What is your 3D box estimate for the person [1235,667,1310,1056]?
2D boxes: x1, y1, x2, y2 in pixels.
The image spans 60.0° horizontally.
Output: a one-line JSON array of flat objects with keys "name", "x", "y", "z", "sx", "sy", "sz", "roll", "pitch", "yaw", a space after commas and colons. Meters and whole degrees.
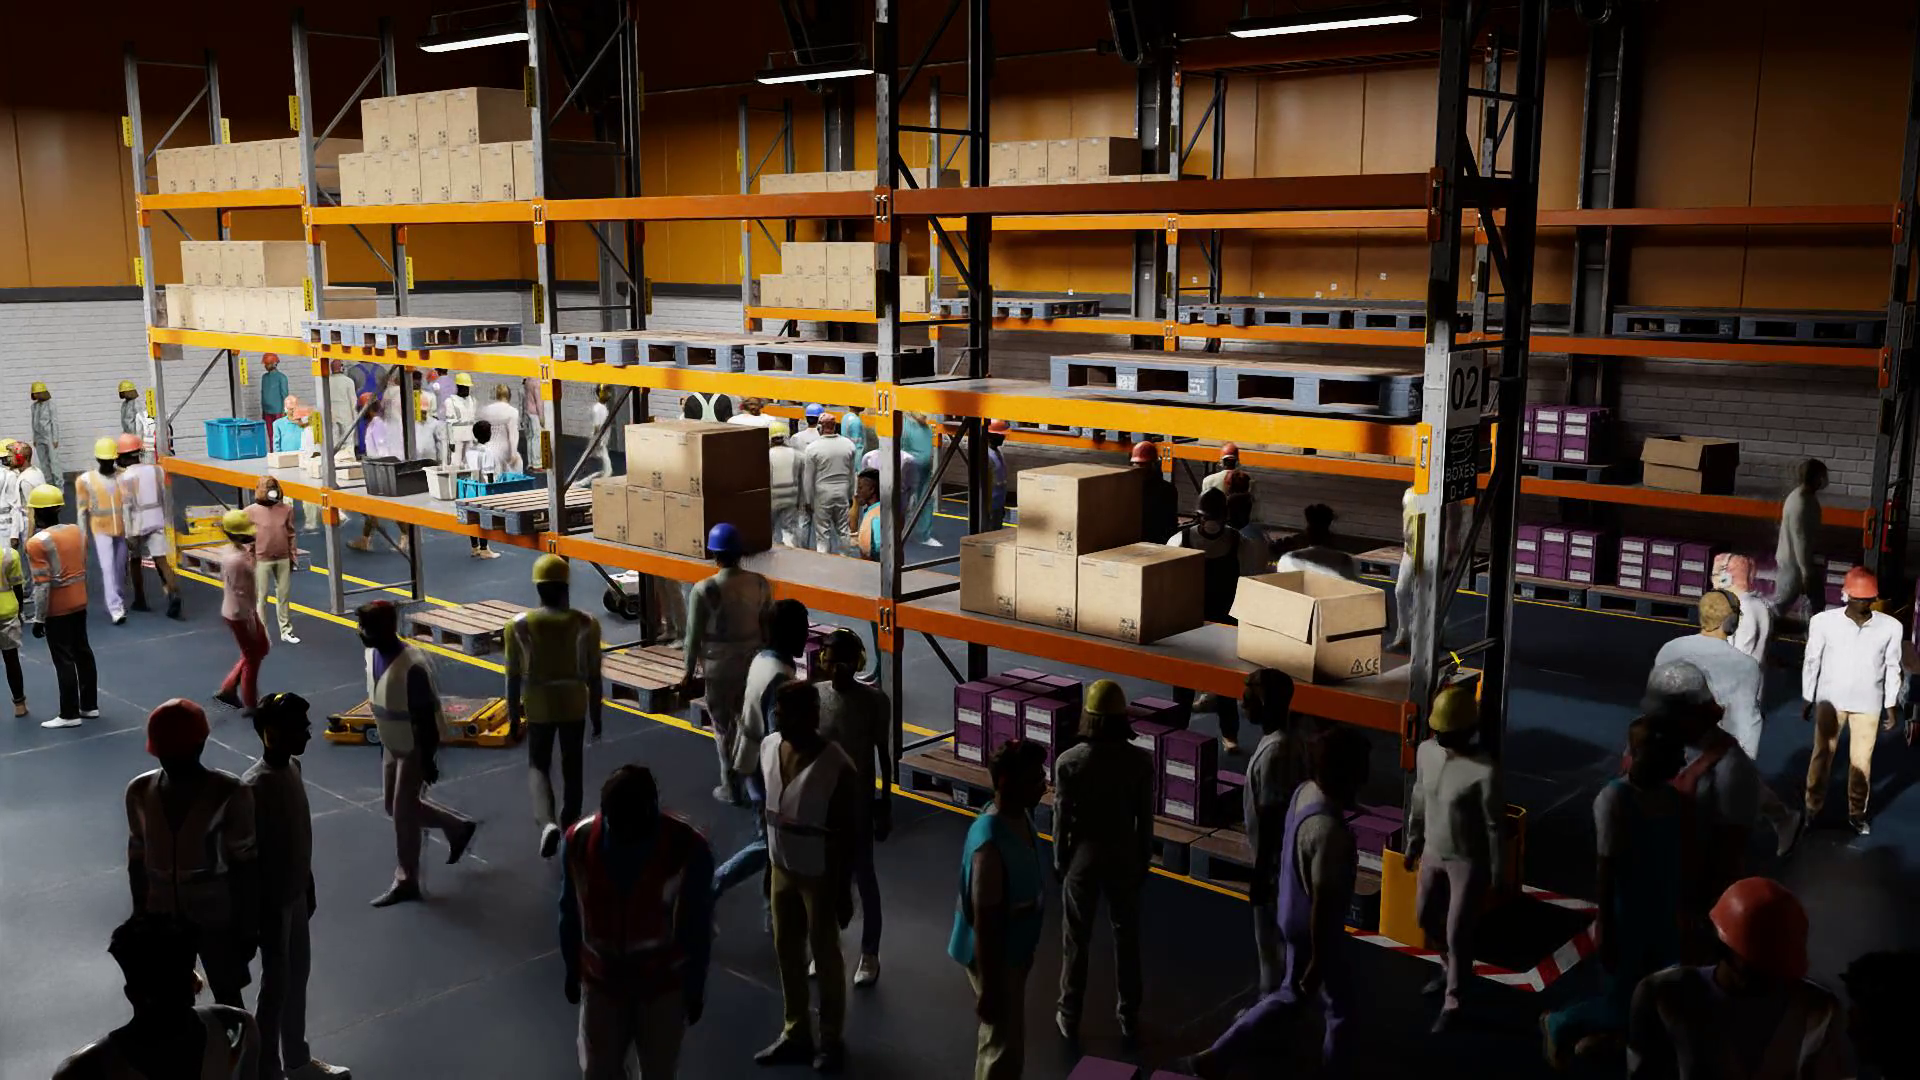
[{"name": "person", "x": 1.468, "y": 1.495, "z": 7.819, "sx": 0.341, "sy": 1.840, "sz": 0.504, "roll": 4, "pitch": 11, "yaw": 19}]

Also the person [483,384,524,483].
[{"name": "person", "x": -6.336, "y": -1.228, "z": 23.128, "sx": 0.635, "sy": 1.877, "sz": 1.041, "roll": 5, "pitch": 11, "yaw": 26}]

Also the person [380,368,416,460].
[{"name": "person", "x": -8.343, "y": -1.638, "z": 24.954, "sx": 0.701, "sy": 2.000, "sz": 0.578, "roll": 8, "pitch": 13, "yaw": 39}]

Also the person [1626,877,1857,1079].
[{"name": "person", "x": 2.336, "y": 1.921, "z": 5.071, "sx": 0.625, "sy": 1.981, "sz": 1.098, "roll": 1, "pitch": 10, "yaw": 7}]

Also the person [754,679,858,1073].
[{"name": "person", "x": -0.695, "y": 1.526, "z": 7.639, "sx": 0.587, "sy": 1.842, "sz": 0.421, "roll": 8, "pitch": 13, "yaw": 39}]

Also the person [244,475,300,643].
[{"name": "person", "x": -6.504, "y": 0.197, "z": 15.723, "sx": 0.277, "sy": 1.635, "sz": 0.503, "roll": 9, "pitch": 14, "yaw": 43}]

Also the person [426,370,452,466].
[{"name": "person", "x": -8.797, "y": -2.019, "z": 28.041, "sx": 0.743, "sy": 1.703, "sz": 0.630, "roll": 5, "pitch": 11, "yaw": 28}]

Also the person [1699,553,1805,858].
[{"name": "person", "x": 4.901, "y": 1.026, "z": 10.401, "sx": 0.675, "sy": 1.868, "sz": 0.824, "roll": -9, "pitch": 13, "yaw": -40}]

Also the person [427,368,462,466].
[{"name": "person", "x": -8.460, "y": -2.016, "z": 27.372, "sx": 0.601, "sy": 1.941, "sz": 0.395, "roll": -9, "pitch": 13, "yaw": -40}]

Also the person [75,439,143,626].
[{"name": "person", "x": -8.538, "y": -0.096, "z": 16.748, "sx": 0.580, "sy": 1.863, "sz": 1.009, "roll": -8, "pitch": 13, "yaw": -37}]

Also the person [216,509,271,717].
[{"name": "person", "x": -5.716, "y": 0.592, "z": 13.233, "sx": 0.425, "sy": 1.728, "sz": 0.562, "roll": -4, "pitch": 11, "yaw": -19}]

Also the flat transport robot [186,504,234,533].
[{"name": "flat transport robot", "x": -10.039, "y": -0.299, "z": 22.383, "sx": 0.652, "sy": 0.197, "sz": 1.431, "roll": -5, "pitch": 11, "yaw": -25}]

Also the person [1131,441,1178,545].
[{"name": "person", "x": 1.707, "y": 0.075, "z": 15.397, "sx": 0.612, "sy": 1.996, "sz": 0.388, "roll": 5, "pitch": 11, "yaw": 27}]

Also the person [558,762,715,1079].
[{"name": "person", "x": -1.274, "y": 1.729, "z": 6.569, "sx": 0.637, "sy": 1.819, "sz": 0.453, "roll": 0, "pitch": 10, "yaw": 2}]

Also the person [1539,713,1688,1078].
[{"name": "person", "x": 2.878, "y": 1.630, "z": 7.141, "sx": 0.538, "sy": 1.806, "sz": 0.741, "roll": -5, "pitch": 11, "yaw": -25}]

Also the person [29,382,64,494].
[{"name": "person", "x": -13.886, "y": -1.533, "z": 25.223, "sx": 0.489, "sy": 1.736, "sz": 0.330, "roll": 3, "pitch": 11, "yaw": 19}]

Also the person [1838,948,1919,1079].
[{"name": "person", "x": 2.499, "y": 2.032, "z": 4.447, "sx": 0.403, "sy": 1.952, "sz": 0.623, "roll": 7, "pitch": 12, "yaw": 34}]

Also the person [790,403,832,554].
[{"name": "person", "x": -1.701, "y": -0.636, "z": 19.563, "sx": 0.602, "sy": 1.943, "sz": 0.394, "roll": 3, "pitch": 11, "yaw": 18}]

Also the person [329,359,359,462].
[{"name": "person", "x": -10.333, "y": -2.070, "z": 27.772, "sx": 0.636, "sy": 1.911, "sz": 0.406, "roll": 1, "pitch": 10, "yaw": 5}]

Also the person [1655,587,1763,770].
[{"name": "person", "x": 4.082, "y": 1.214, "z": 9.112, "sx": 0.374, "sy": 1.941, "sz": 0.627, "roll": -6, "pitch": 11, "yaw": -29}]

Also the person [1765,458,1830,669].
[{"name": "person", "x": 7.558, "y": 0.237, "z": 14.712, "sx": 0.921, "sy": 1.901, "sz": 0.661, "roll": 6, "pitch": 12, "yaw": 33}]

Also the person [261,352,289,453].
[{"name": "person", "x": -11.650, "y": -2.193, "z": 28.255, "sx": 0.622, "sy": 1.999, "sz": 0.399, "roll": 5, "pitch": 11, "yaw": 28}]

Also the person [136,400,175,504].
[{"name": "person", "x": -11.737, "y": -1.316, "z": 24.277, "sx": 0.513, "sy": 1.637, "sz": 0.313, "roll": -10, "pitch": 14, "yaw": -44}]

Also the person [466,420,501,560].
[{"name": "person", "x": -5.776, "y": -0.606, "z": 20.114, "sx": 0.323, "sy": 1.688, "sz": 0.531, "roll": -10, "pitch": 14, "yaw": -44}]

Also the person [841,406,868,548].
[{"name": "person", "x": -1.300, "y": -0.921, "z": 20.884, "sx": 0.370, "sy": 2.048, "sz": 0.607, "roll": -3, "pitch": 11, "yaw": -18}]

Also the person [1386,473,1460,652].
[{"name": "person", "x": 4.285, "y": 0.172, "z": 15.377, "sx": 0.725, "sy": 1.807, "sz": 0.641, "roll": -7, "pitch": 12, "yaw": -34}]

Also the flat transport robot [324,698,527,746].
[{"name": "flat transport robot", "x": -4.091, "y": 1.384, "z": 12.865, "sx": 1.431, "sy": 0.197, "sz": 0.652, "roll": 1, "pitch": 10, "yaw": 6}]

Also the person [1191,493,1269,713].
[{"name": "person", "x": 2.300, "y": 0.496, "z": 13.585, "sx": 0.928, "sy": 1.805, "sz": 0.630, "roll": -3, "pitch": 11, "yaw": -17}]

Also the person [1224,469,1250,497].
[{"name": "person", "x": 2.309, "y": 0.335, "z": 14.235, "sx": 0.355, "sy": 1.887, "sz": 0.574, "roll": 2, "pitch": 10, "yaw": 14}]

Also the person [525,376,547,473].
[{"name": "person", "x": -7.070, "y": -2.083, "z": 27.798, "sx": 0.378, "sy": 1.931, "sz": 0.624, "roll": -6, "pitch": 11, "yaw": -29}]

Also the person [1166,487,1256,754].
[{"name": "person", "x": 1.846, "y": 0.593, "z": 12.341, "sx": 0.683, "sy": 2.000, "sz": 0.536, "roll": 1, "pitch": 10, "yaw": 5}]

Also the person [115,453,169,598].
[{"name": "person", "x": -8.876, "y": -0.194, "z": 17.858, "sx": 0.821, "sy": 1.647, "sz": 0.607, "roll": 6, "pitch": 12, "yaw": 32}]

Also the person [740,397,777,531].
[{"name": "person", "x": -2.686, "y": -1.024, "z": 21.956, "sx": 0.583, "sy": 1.878, "sz": 0.350, "roll": 2, "pitch": 10, "yaw": 13}]

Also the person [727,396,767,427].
[{"name": "person", "x": -2.795, "y": -0.995, "z": 21.904, "sx": 0.569, "sy": 1.837, "sz": 0.394, "roll": 3, "pitch": 10, "yaw": 14}]

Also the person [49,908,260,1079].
[{"name": "person", "x": -2.216, "y": 1.980, "z": 4.705, "sx": 0.367, "sy": 1.967, "sz": 0.606, "roll": 7, "pitch": 12, "yaw": 35}]
